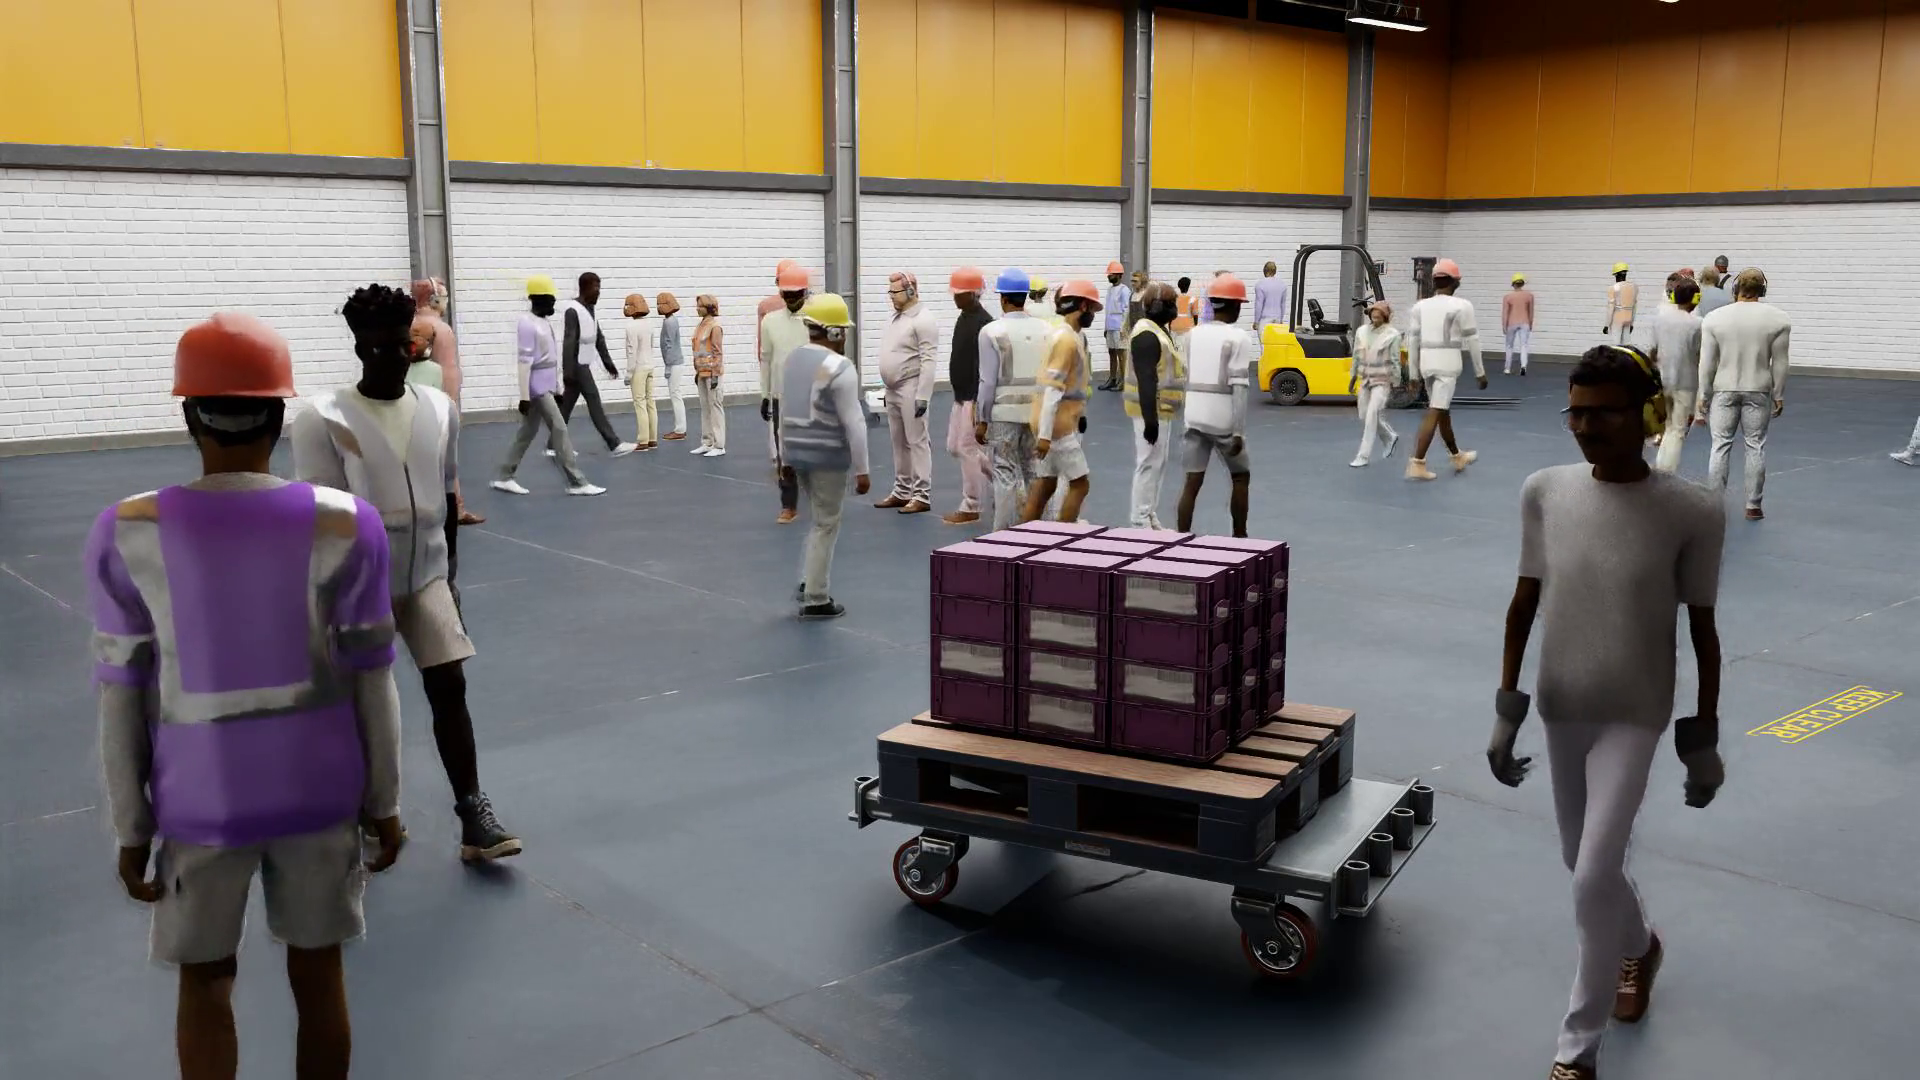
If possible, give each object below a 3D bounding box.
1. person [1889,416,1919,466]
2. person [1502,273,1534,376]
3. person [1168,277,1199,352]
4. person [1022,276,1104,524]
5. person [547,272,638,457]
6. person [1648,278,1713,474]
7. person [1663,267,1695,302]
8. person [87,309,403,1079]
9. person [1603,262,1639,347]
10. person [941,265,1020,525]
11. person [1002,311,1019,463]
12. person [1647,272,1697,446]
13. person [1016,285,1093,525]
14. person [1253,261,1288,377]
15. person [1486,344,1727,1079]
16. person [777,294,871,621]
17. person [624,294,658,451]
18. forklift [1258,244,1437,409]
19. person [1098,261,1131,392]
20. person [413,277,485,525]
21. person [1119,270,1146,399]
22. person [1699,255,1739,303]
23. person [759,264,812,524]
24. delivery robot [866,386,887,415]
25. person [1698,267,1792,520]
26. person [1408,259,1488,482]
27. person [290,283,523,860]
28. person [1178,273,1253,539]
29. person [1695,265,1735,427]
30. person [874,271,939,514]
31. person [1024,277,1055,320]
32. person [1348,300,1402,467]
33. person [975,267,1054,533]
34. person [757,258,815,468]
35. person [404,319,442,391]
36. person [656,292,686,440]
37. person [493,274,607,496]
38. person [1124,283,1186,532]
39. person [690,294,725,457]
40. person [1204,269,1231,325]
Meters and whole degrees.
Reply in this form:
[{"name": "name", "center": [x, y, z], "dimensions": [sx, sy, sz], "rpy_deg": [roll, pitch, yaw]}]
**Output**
[{"name": "person", "center": [9.445, -1.534, 15.917], "dimensions": [0.898, 1.694, 0.502], "rpy_deg": [-2, 10, -13]}, {"name": "person", "center": [9.485, -3.671, 28.297], "dimensions": [0.534, 1.742, 0.722], "rpy_deg": [2, 10, 12]}, {"name": "person", "center": [3.594, -3.392, 26.842], "dimensions": [0.530, 1.686, 0.321], "rpy_deg": [4, 10, 21]}, {"name": "person", "center": [0.610, -0.707, 10.502], "dimensions": [0.650, 1.888, 0.559], "rpy_deg": [-1, 10, -6]}, {"name": "person", "center": [-3.721, -1.745, 16.674], "dimensions": [1.005, 1.853, 0.622], "rpy_deg": [0, 10, 2]}, {"name": "person", "center": [5.935, -1.225, 13.683], "dimensions": [0.524, 1.843, 0.502], "rpy_deg": [-6, 11, -32]}, {"name": "person", "center": [10.384, -2.993, 23.999], "dimensions": [0.583, 1.868, 0.615], "rpy_deg": [0, 10, 0]}, {"name": "person", "center": [-1.383, 0.516, 3.280], "dimensions": [0.555, 1.925, 0.568], "rpy_deg": [-4, 10, -20]}, {"name": "person", "center": [10.737, -3.551, 27.092], "dimensions": [0.585, 1.918, 0.377], "rpy_deg": [-4, 10, -21]}, {"name": "person", "center": [0.147, -1.088, 12.562], "dimensions": [0.582, 1.963, 0.625], "rpy_deg": [-3, 10, -18]}, {"name": "person", "center": [0.535, -1.281, 14.821], "dimensions": [0.528, 1.568, 0.919], "rpy_deg": [-9, 13, -41]}, {"name": "person", "center": [7.690, -1.942, 17.857], "dimensions": [0.714, 1.855, 0.513], "rpy_deg": [-4, 11, -24]}, {"name": "person", "center": [0.728, -0.977, 12.301], "dimensions": [0.501, 1.826, 0.642], "rpy_deg": [-3, 10, -17]}, {"name": "person", "center": [5.152, -3.673, 27.745], "dimensions": [0.630, 1.940, 0.372], "rpy_deg": [-5, 11, -28]}, {"name": "person", "center": [1.628, 0.423, 4.115], "dimensions": [0.911, 1.824, 0.507], "rpy_deg": [-9, 13, -43]}, {"name": "person", "center": [-0.743, -0.455, 9.263], "dimensions": [0.476, 1.811, 0.620], "rpy_deg": [-9, 13, -43]}, {"name": "person", "center": [-3.340, -1.740, 17.321], "dimensions": [0.278, 1.632, 0.496], "rpy_deg": [3, 10, 17]}, {"name": "forklift", "center": [5.256, -2.933, 22.661], "dimensions": [2.313, 2.155, 1.214], "rpy_deg": [3, 10, 16]}, {"name": "person", "center": [2.320, -3.190, 24.915], "dimensions": [0.362, 1.939, 0.543], "rpy_deg": [-5, 11, -27]}, {"name": "person", "center": [-3.910, -0.981, 12.174], "dimensions": [0.853, 1.881, 0.653], "rpy_deg": [-10, 14, -44]}, {"name": "person", "center": [2.446, -2.865, 23.344], "dimensions": [0.718, 1.816, 0.528], "rpy_deg": [-6, 11, -31]}, {"name": "person", "center": [13.141, -3.912, 28.843], "dimensions": [0.684, 2.000, 0.538], "rpy_deg": [5, 11, 28]}, {"name": "person", "center": [-1.221, -1.128, 12.766], "dimensions": [0.618, 1.968, 0.687], "rpy_deg": [2, 10, 13]}, {"name": "delivery robot", "center": [-0.757, -1.660, 19.731], "dimensions": [0.707, 0.478, 0.477], "rpy_deg": [0, 10, 1]}, {"name": "person", "center": [5.999, -1.115, 12.766], "dimensions": [0.633, 1.939, 0.368], "rpy_deg": [4, 11, 23]}, {"name": "person", "center": [4.429, -1.537, 15.080], "dimensions": [1.083, 1.976, 0.624], "rpy_deg": [-6, 12, -33]}, {"name": "person", "center": [-1.821, 0.133, 5.476], "dimensions": [0.960, 1.918, 0.622], "rpy_deg": [9, 13, 42]}, {"name": "person", "center": [1.699, -0.763, 10.801], "dimensions": [0.557, 1.905, 0.823], "rpy_deg": [9, 13, 43]}, {"name": "person", "center": [8.832, -2.297, 19.765], "dimensions": [0.637, 1.919, 0.457], "rpy_deg": [7, 12, 36]}, {"name": "person", "center": [-0.439, -1.162, 13.157], "dimensions": [0.406, 1.903, 0.639], "rpy_deg": [-6, 11, -31]}, {"name": "person", "center": [0.945, -2.324, 20.339], "dimensions": [0.528, 1.772, 0.304], "rpy_deg": [-9, 13, -41]}, {"name": "person", "center": [4.057, -1.515, 16.067], "dimensions": [0.671, 1.603, 0.551], "rpy_deg": [-7, 12, -37]}, {"name": "person", "center": [0.365, -0.834, 11.094], "dimensions": [0.605, 1.948, 0.384], "rpy_deg": [-7, 12, -34]}, {"name": "person", "center": [-1.622, -1.680, 15.903], "dimensions": [0.622, 1.996, 0.372], "rpy_deg": [1, 10, 5]}, {"name": "person", "center": [-3.736, -0.661, 11.071], "dimensions": [0.645, 1.604, 0.392], "rpy_deg": [-9, 13, -42]}, {"name": "person", "center": [-3.191, -1.916, 18.381], "dimensions": [0.290, 1.622, 0.494], "rpy_deg": [-1, 10, -8]}, {"name": "person", "center": [-3.534, -1.298, 14.032], "dimensions": [0.974, 1.880, 0.601], "rpy_deg": [0, 10, -1]}, {"name": "person", "center": [1.372, -0.878, 11.721], "dimensions": [0.429, 1.838, 0.675], "rpy_deg": [2, 10, 12]}, {"name": "person", "center": [-2.547, -1.663, 16.857], "dimensions": [0.307, 1.639, 0.514], "rpy_deg": [-6, 11, -32]}, {"name": "person", "center": [3.853, -3.144, 24.973], "dimensions": [0.605, 1.827, 0.593], "rpy_deg": [-6, 11, -30]}]
